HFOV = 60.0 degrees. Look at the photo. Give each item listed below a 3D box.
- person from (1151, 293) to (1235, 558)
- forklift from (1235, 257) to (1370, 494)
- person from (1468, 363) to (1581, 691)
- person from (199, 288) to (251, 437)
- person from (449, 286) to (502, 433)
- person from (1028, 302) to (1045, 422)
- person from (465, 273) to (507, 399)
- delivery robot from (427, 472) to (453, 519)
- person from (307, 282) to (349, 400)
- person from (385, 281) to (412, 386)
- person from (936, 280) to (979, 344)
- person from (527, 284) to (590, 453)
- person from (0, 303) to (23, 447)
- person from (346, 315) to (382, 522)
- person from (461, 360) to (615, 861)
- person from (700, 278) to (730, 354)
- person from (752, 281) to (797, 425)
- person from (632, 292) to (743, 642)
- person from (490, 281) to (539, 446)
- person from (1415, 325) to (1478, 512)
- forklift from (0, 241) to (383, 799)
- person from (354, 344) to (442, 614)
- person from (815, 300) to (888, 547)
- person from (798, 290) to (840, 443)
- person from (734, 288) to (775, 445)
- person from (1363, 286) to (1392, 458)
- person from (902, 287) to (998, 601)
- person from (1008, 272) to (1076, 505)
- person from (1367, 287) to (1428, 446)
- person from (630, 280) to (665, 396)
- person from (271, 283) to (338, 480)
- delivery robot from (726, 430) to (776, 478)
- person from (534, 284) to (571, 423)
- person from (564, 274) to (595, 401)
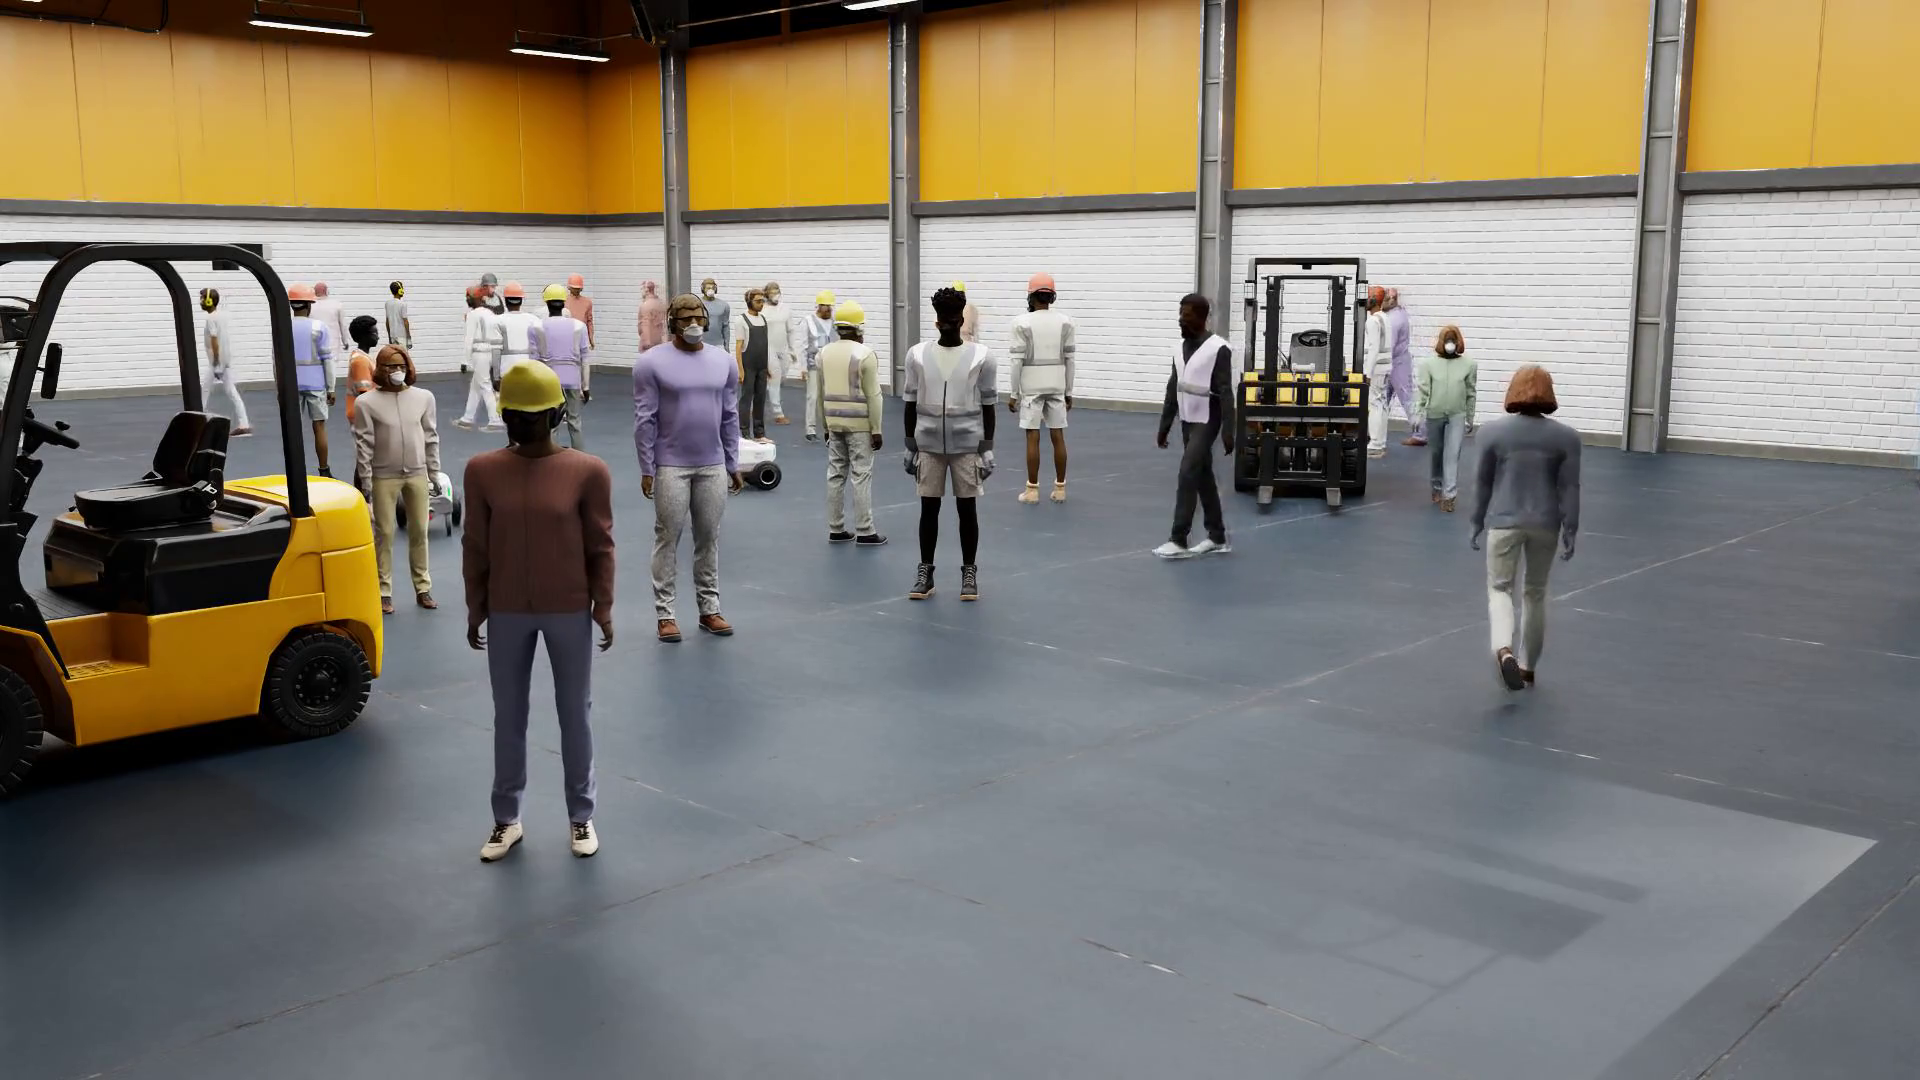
[{"bbox_3d":[1.605,-0.808,11.910,0.848,1.884,0.631,-4,10,-26],"label":"person"},{"bbox_3d":[3.309,-1.629,16.029,1.214,2.155,2.313,2,9,11],"label":"forklift"},{"bbox_3d":[2.748,-0.046,8.085,0.513,1.613,0.622,2,9,11],"label":"person"},{"bbox_3d":[-9.236,-2.171,20.459,0.964,1.824,0.559,0,9,-1],"label":"person"},{"bbox_3d":[-6.192,-2.279,21.061,0.839,1.853,0.611,2,9,9],"label":"person"},{"bbox_3d":[1.024,-2.411,22.344,0.536,1.696,0.322,-9,13,-43],"label":"person"},{"bbox_3d":[-7.441,-3.231,26.324,0.542,2.000,0.717,7,11,36],"label":"person"},{"bbox_3d":[-4.198,-0.385,13.129,0.477,0.478,0.707,-3,10,-19],"label":"delivery robot"},{"bbox_3d":[-10.113,-3.171,26.499,0.639,1.870,0.937,-2,9,-10],"label":"person"},{"bbox_3d":[-9.257,-3.339,27.495,0.514,1.876,0.328,5,11,28],"label":"person"},{"bbox_3d":[-0.058,-2.763,23.883,0.591,1.903,0.672,-3,10,-15],"label":"person"},{"bbox_3d":[-3.891,-1.512,16.140,0.594,1.922,0.386,-4,10,-25],"label":"person"},{"bbox_3d":[-11.072,-1.912,19.146,0.312,1.742,0.492,-1,9,-4],"label":"person"},{"bbox_3d":[-4.878,-0.997,13.674,0.317,1.695,0.540,-3,10,-19],"label":"person"},{"bbox_3d":[-1.473,0.252,5.825,0.523,1.763,0.329,-1,9,-4],"label":"person"},{"bbox_3d":[-3.590,-2.779,23.867,0.630,1.940,0.372,-4,10,-23],"label":"person"},{"bbox_3d":[-2.541,-2.513,22.324,0.800,1.916,0.638,9,13,43],"label":"person"},{"bbox_3d":[-1.512,-0.409,9.330,0.627,1.940,0.372,-6,11,-31],"label":"person"},{"bbox_3d":[-4.756,-1.794,17.827,0.547,1.938,0.379,-5,11,-29],"label":"person"},{"bbox_3d":[4.229,-1.075,14.490,0.509,1.590,0.872,2,10,14],"label":"person"},{"bbox_3d":[-3.706,-0.171,7.093,1.214,2.155,2.313,9,13,43],"label":"forklift"},{"bbox_3d":[-3.386,-0.368,10.047,0.494,1.624,0.279,-7,12,-38],"label":"person"},{"bbox_3d":[-0.801,-0.863,12.430,0.591,1.837,0.403,7,12,37],"label":"person"},{"bbox_3d":[-1.654,-2.069,19.890,0.609,1.822,0.413,-7,11,-35],"label":"person"},{"bbox_3d":[-2.396,-2.001,19.378,0.336,1.844,0.513,7,12,37],"label":"person"},{"bbox_3d":[4.557,-1.840,18.277,0.358,1.882,0.574,5,11,29],"label":"person"},{"bbox_3d":[-0.070,-0.594,10.406,0.602,1.958,0.369,1,9,9],"label":"person"},{"bbox_3d":[0.713,-1.329,14.649,0.608,2.045,0.392,-3,10,-15],"label":"person"},{"bbox_3d":[5.064,-2.021,19.485,0.943,1.853,0.667,2,10,14],"label":"person"},{"bbox_3d":[-4.960,-3.257,26.941,0.793,1.883,0.650,3,10,18],"label":"person"},{"bbox_3d":[-6.225,-1.466,15.826,0.551,1.933,0.373,-1,9,-6],"label":"person"},{"bbox_3d":[-2.102,-0.790,15.616,0.707,0.478,0.477,-4,10,-22],"label":"delivery robot"},{"bbox_3d":[-5.434,-2.490,22.300,0.508,1.872,0.328,-2,9,-10],"label":"person"},{"bbox_3d":[-6.017,-3.160,26.060,0.609,1.984,0.398,-6,11,-34],"label":"person"}]
